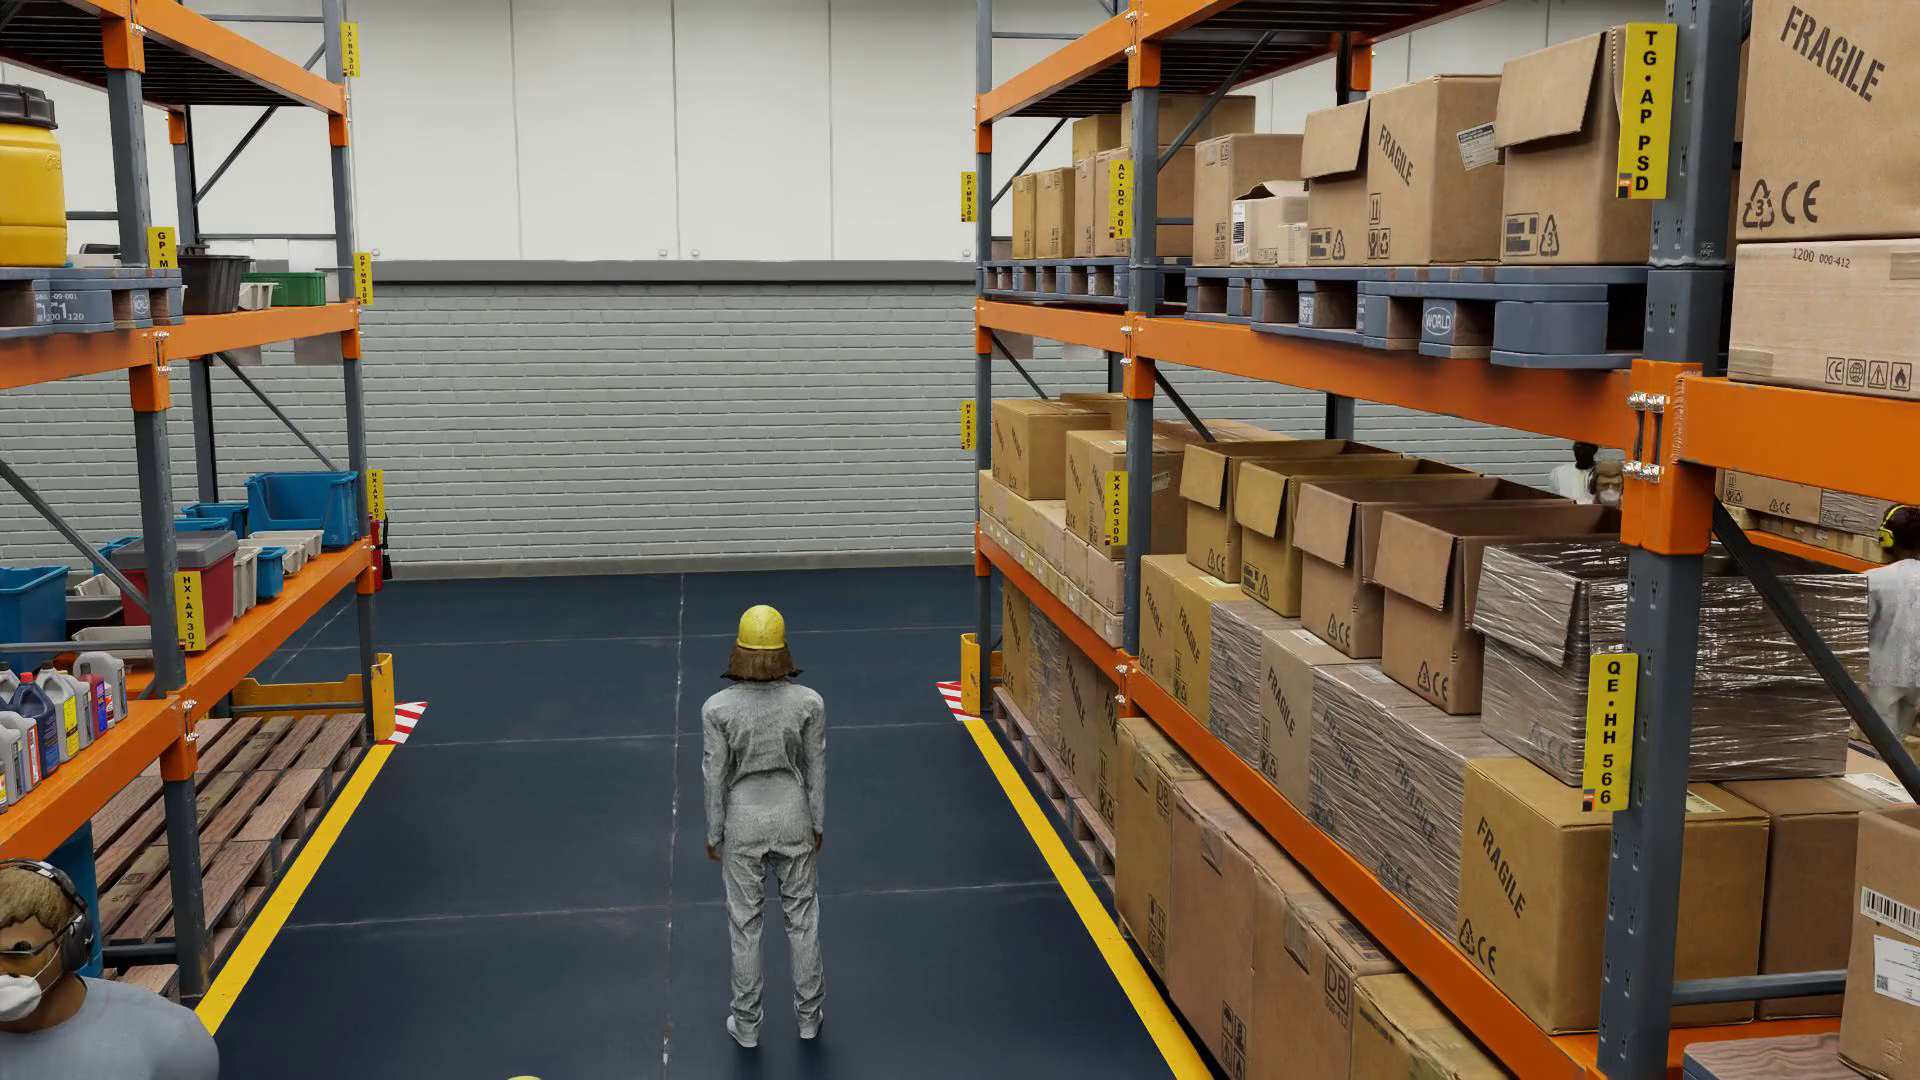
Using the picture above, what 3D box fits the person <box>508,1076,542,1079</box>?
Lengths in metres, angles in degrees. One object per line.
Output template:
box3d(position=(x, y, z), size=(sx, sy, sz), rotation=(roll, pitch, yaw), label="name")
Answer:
box3d(position=(-0.660, 1.712, 2.578), size=(0.591, 1.833, 0.403), rotation=(0, 9, -1), label="person")

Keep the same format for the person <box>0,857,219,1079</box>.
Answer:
box3d(position=(-1.758, 1.551, 3.248), size=(0.632, 1.940, 0.372), rotation=(-2, 9, -14), label="person")

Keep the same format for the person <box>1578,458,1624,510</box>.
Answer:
box3d(position=(3.908, 0.468, 10.056), size=(0.636, 1.902, 0.891), rotation=(2, 9, 10), label="person")

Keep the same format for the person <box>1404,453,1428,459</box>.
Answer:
box3d(position=(2.499, 0.521, 9.281), size=(0.680, 2.000, 0.536), rotation=(-2, 10, -15), label="person")

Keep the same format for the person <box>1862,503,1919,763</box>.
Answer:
box3d(position=(4.775, 0.725, 8.603), size=(0.564, 1.848, 0.673), rotation=(-1, 9, -5), label="person")

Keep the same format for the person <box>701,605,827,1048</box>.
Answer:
box3d(position=(-0.764, 1.116, 6.528), size=(0.487, 1.744, 0.312), rotation=(-2, 9, -13), label="person")

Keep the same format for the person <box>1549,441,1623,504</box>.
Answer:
box3d(position=(4.727, 0.039, 12.569), size=(0.709, 1.941, 0.631), rotation=(-9, 13, -44), label="person")
